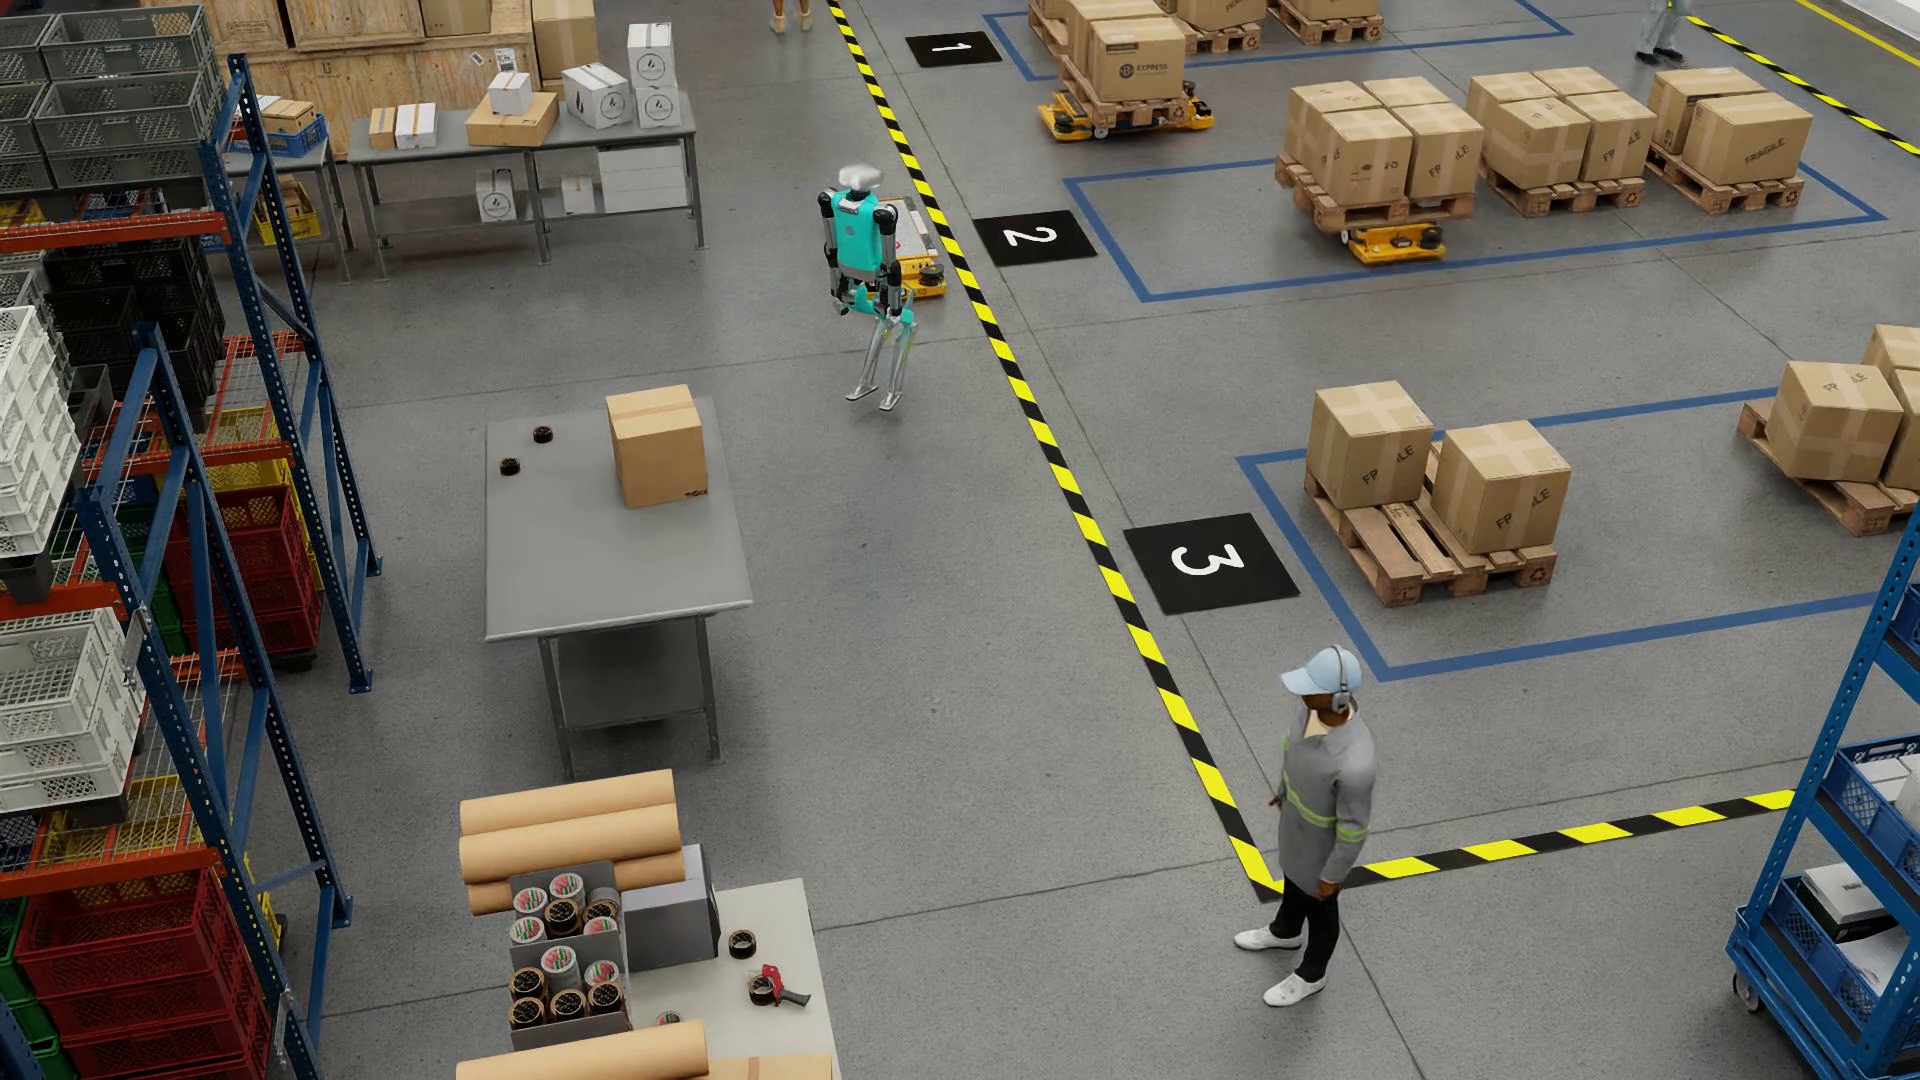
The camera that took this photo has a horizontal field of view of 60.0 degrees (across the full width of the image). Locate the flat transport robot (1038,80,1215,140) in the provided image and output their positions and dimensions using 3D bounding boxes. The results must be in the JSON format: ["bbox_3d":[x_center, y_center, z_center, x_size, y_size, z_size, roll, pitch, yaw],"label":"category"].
[{"bbox_3d":[1.460,-3.788,14.621,1.431,0.197,0.652,-8,37,-10],"label":"flat transport robot"}]

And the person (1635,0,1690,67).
[{"bbox_3d":[6.629,-5.281,15.392,0.620,1.789,0.406,-26,44,-31],"label":"person"}]

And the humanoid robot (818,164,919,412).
[{"bbox_3d":[-0.483,-1.628,10.399,0.533,1.677,0.735,20,41,25],"label":"humanoid robot"}]

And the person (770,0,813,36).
[{"bbox_3d":[-1.702,-5.913,16.017,0.613,2.040,0.389,-8,37,-11],"label":"person"}]

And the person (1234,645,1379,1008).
[{"bbox_3d":[1.397,1.151,6.680,0.397,1.852,0.589,-7,37,-9],"label":"person"}]

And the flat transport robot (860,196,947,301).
[{"bbox_3d":[-0.570,-2.220,12.538,0.659,0.231,1.431,-8,37,-10],"label":"flat transport robot"}]

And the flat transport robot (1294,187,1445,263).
[{"bbox_3d":[3.187,-2.599,13.024,0.652,0.197,1.431,-8,37,-10],"label":"flat transport robot"}]
